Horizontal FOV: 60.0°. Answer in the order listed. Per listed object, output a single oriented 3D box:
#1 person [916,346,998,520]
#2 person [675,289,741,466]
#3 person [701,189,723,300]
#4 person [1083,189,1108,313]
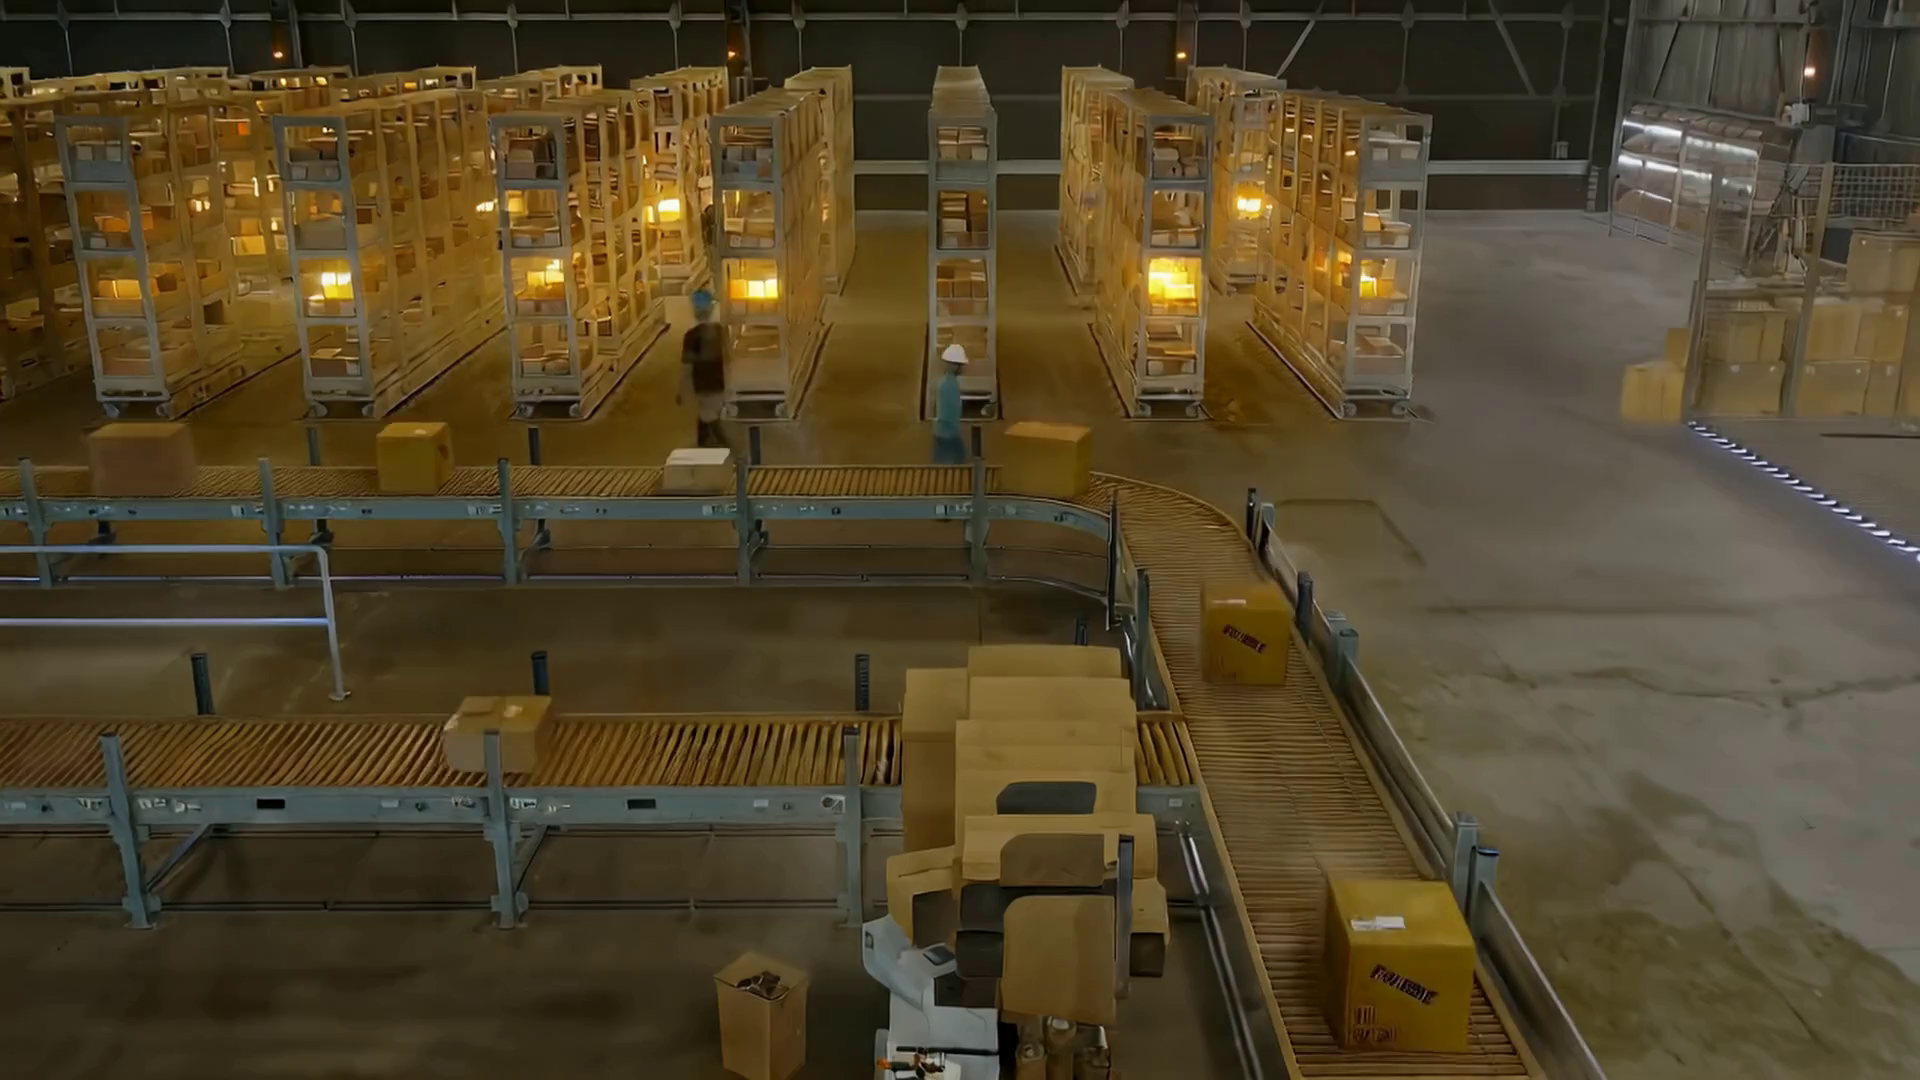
[{"bbox_3d":[-0.058,-1.004,15.943,0.920,1.717,0.525,4,18,11],"label":"person"},{"bbox_3d":[-2.595,-1.613,17.376,1.015,2.003,0.616,11,21,30],"label":"person"},{"bbox_3d":[-4.152,-4.973,27.969,0.389,1.846,0.567,3,18,9],"label":"person"},{"bbox_3d":[2.176,-4.615,26.663,0.608,1.970,0.652,1,18,2],"label":"person"}]
